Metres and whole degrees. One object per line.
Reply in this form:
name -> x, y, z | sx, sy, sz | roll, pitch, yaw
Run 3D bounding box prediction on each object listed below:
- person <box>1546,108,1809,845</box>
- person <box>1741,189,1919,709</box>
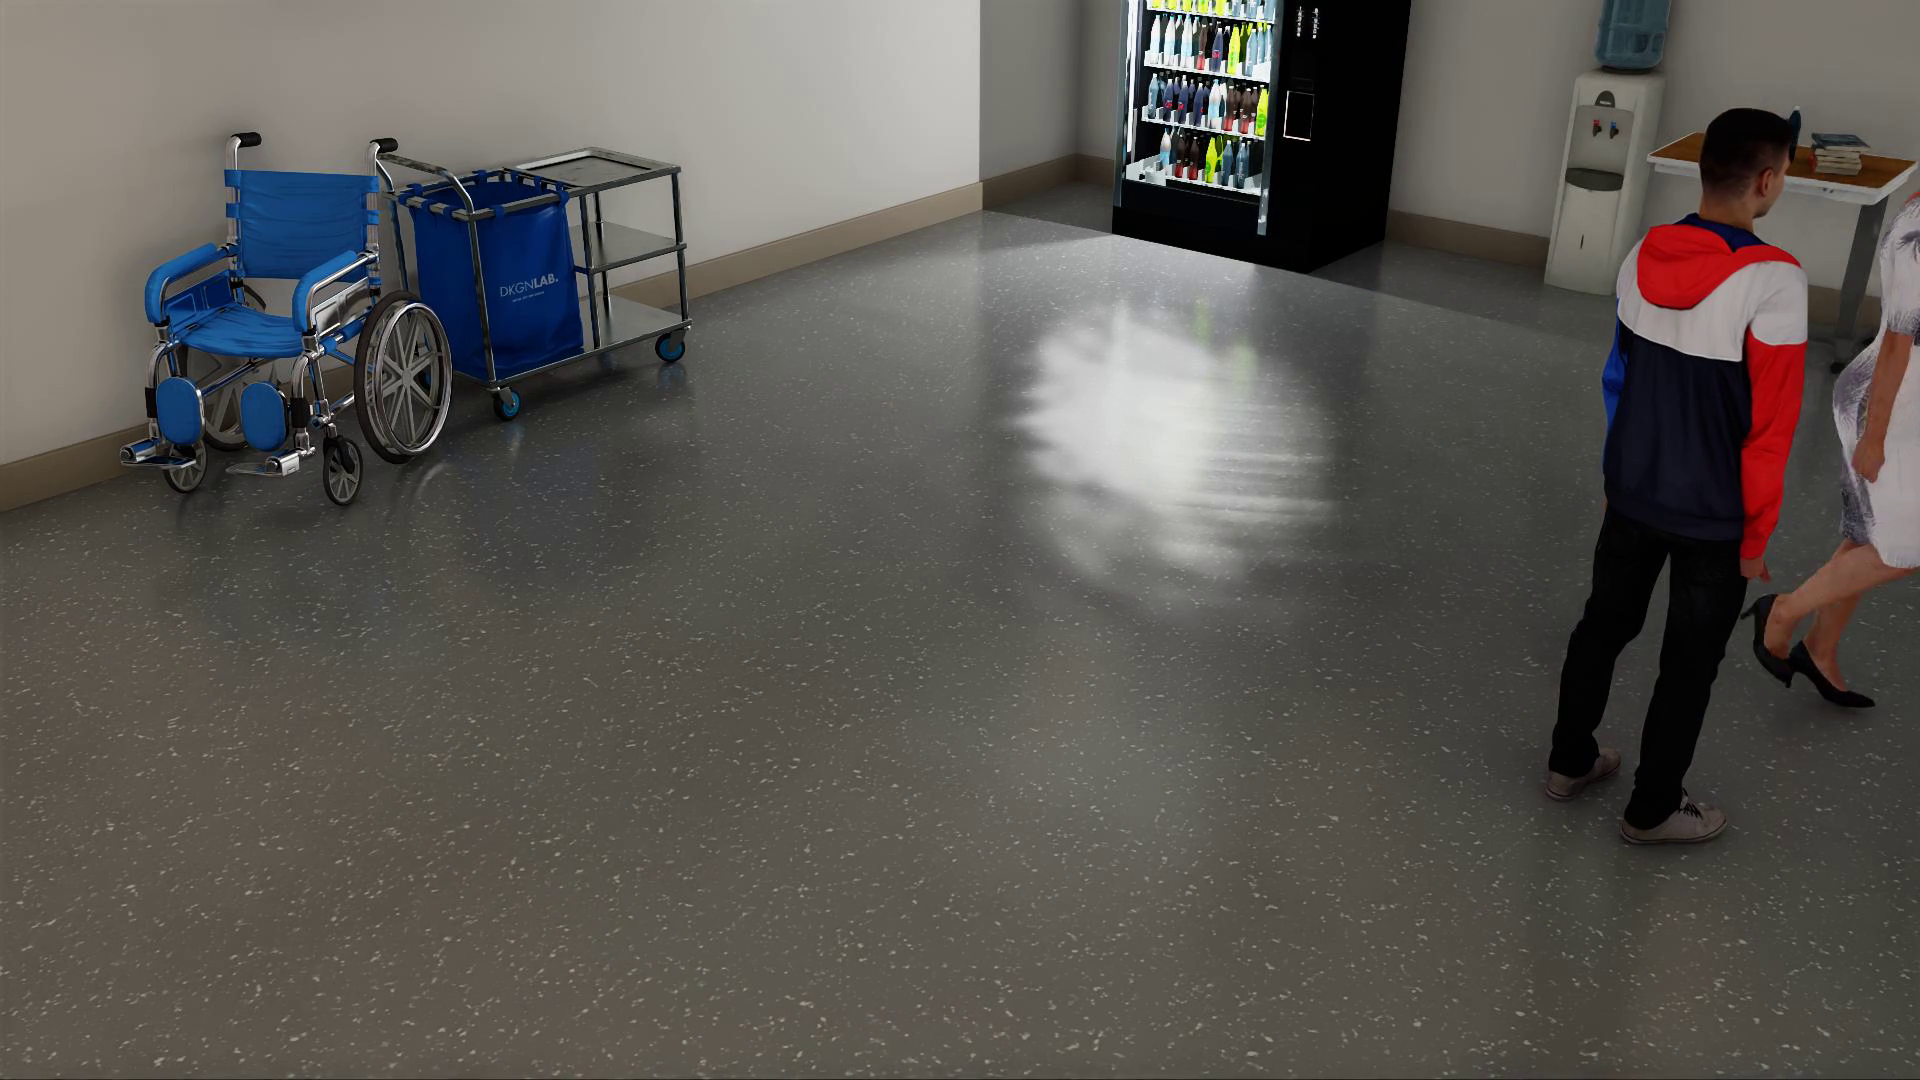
person -> 1.670, -0.114, 3.868 | 0.769, 1.760, 0.620 | -14, 29, -26
person -> 2.368, -0.347, 4.380 | 0.634, 1.736, 0.582 | 22, 33, 38
